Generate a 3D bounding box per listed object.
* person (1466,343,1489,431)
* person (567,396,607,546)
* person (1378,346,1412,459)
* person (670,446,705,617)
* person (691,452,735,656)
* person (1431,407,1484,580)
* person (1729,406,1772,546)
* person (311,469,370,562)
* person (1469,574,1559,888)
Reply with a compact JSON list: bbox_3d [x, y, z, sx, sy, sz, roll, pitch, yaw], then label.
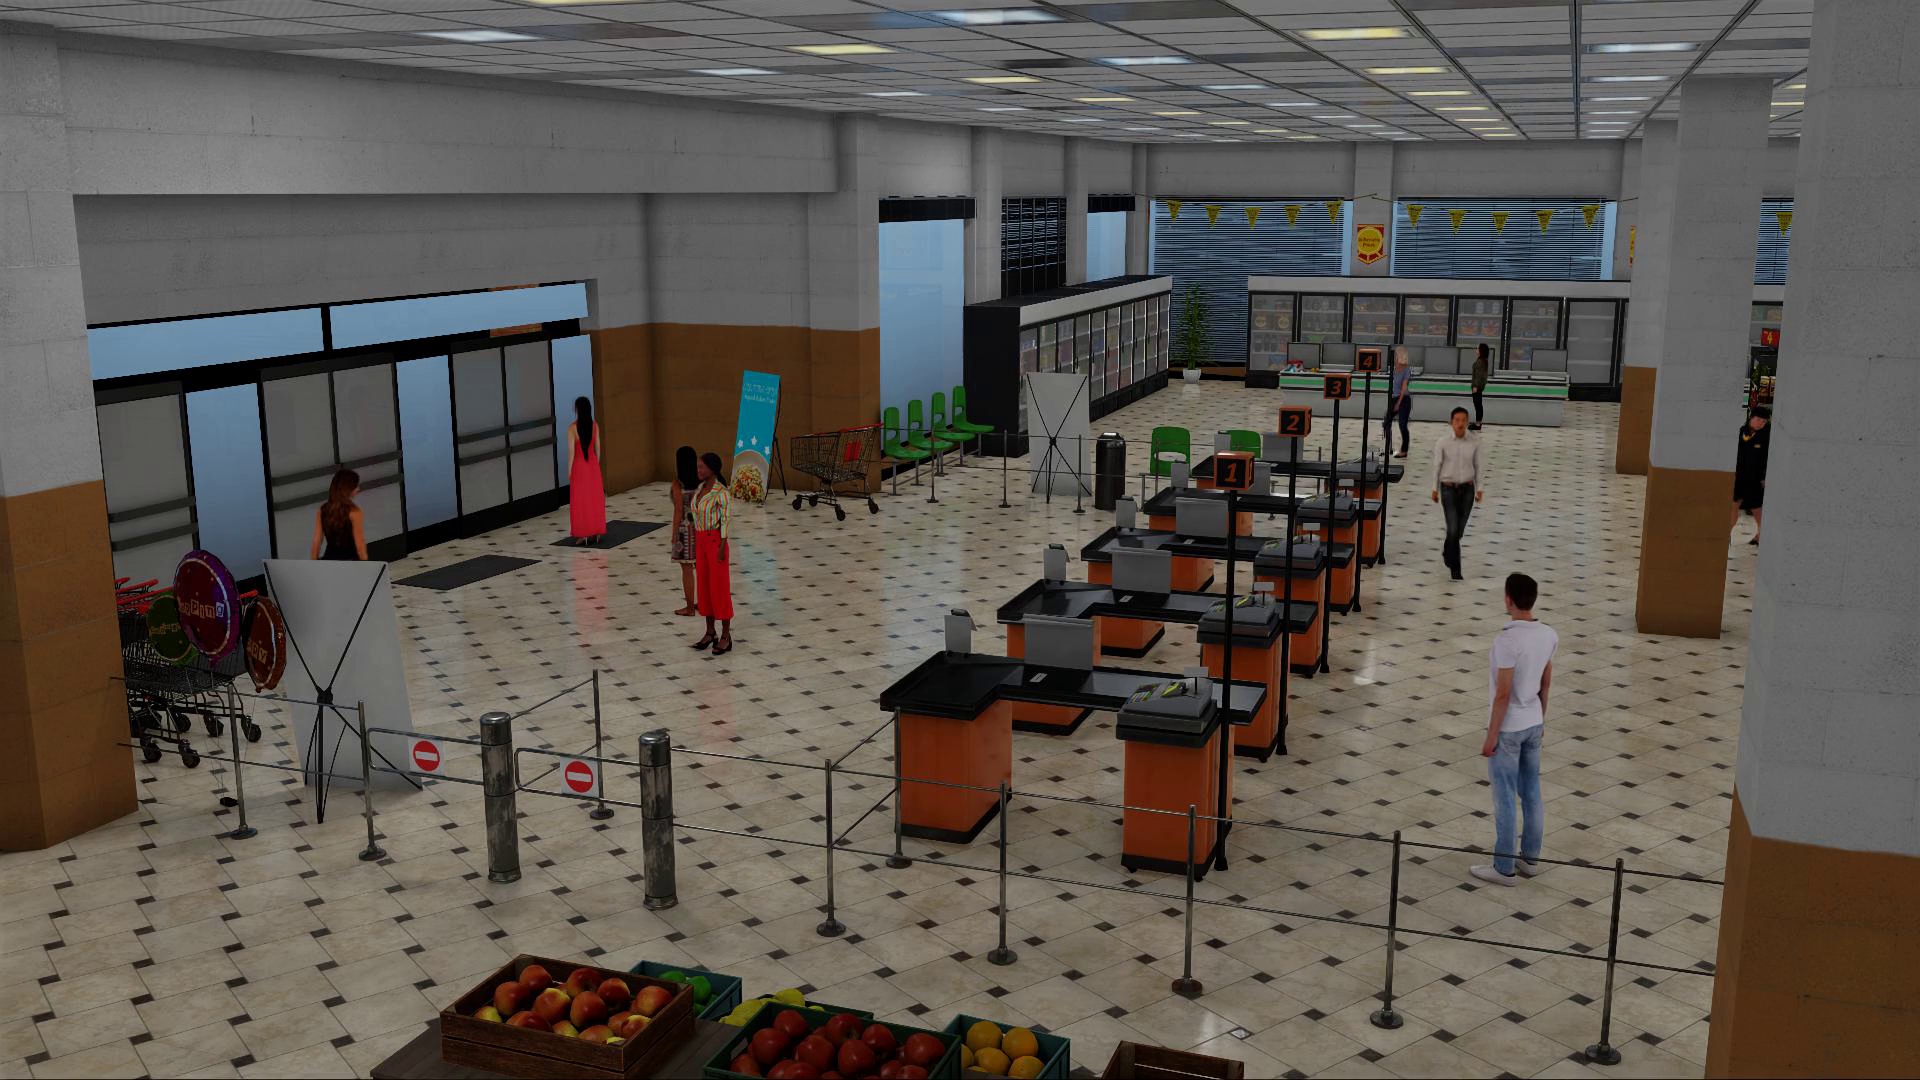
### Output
[{"bbox_3d":[8.873,-2.629,28.448,0.523,1.476,0.589,5,13,24],"label":"person"},{"bbox_3d":[-4.315,-0.800,19.151,0.701,1.728,0.709,-11,16,-43],"label":"person"},{"bbox_3d":[6.764,-2.081,25.295,0.806,1.704,0.747,-6,13,-25],"label":"person"},{"bbox_3d":[-2.595,-0.095,16.006,0.623,1.645,0.702,8,14,34],"label":"person"},{"bbox_3d":[-2.181,0.112,14.659,0.590,1.793,0.723,11,16,41],"label":"person"},{"bbox_3d":[5.259,-0.503,17.629,1.173,1.773,0.941,1,12,4],"label":"person"},{"bbox_3d":[9.005,-0.680,18.838,1.151,1.621,1.150,-7,14,-31],"label":"person"},{"bbox_3d":[-5.099,0.347,13.530,0.566,1.799,0.745,0,12,2],"label":"person"},{"bbox_3d":[3.280,1.107,9.795,0.737,1.852,0.746,-8,15,-35],"label":"person"}]
